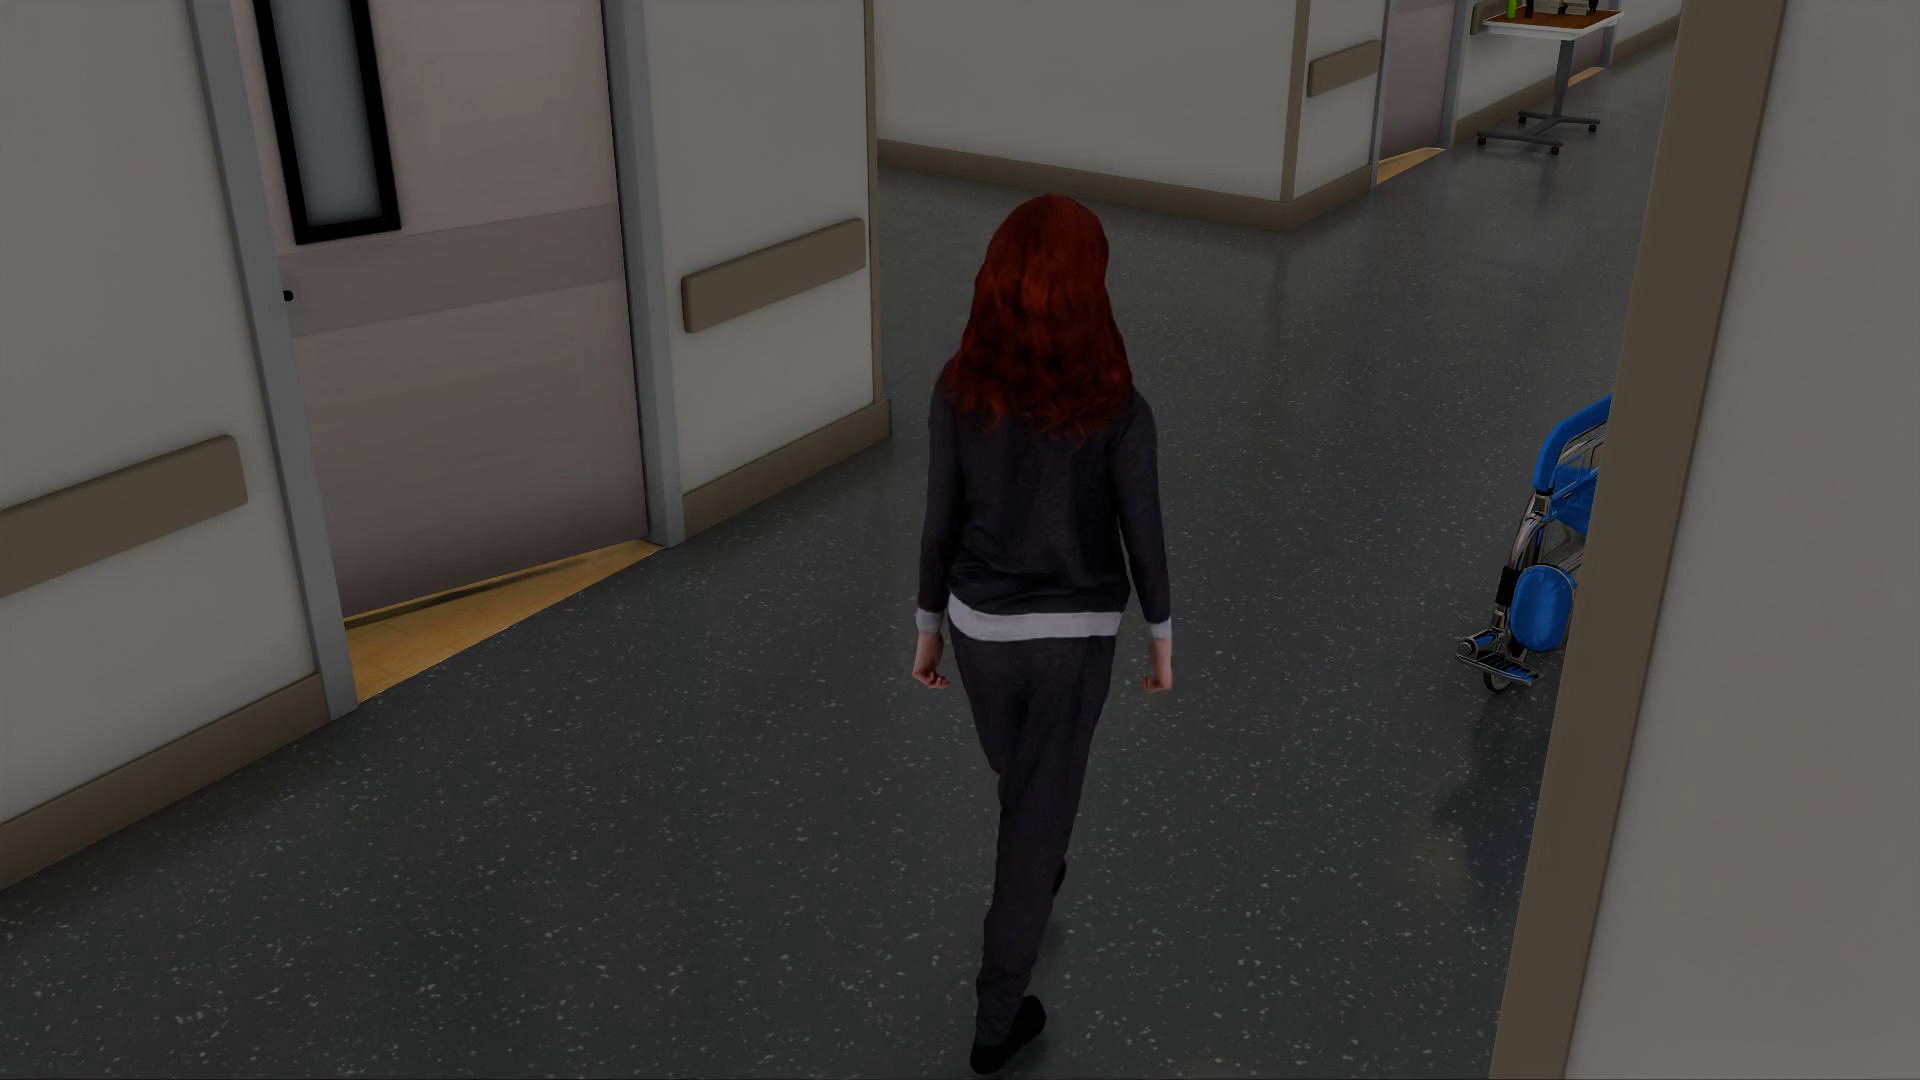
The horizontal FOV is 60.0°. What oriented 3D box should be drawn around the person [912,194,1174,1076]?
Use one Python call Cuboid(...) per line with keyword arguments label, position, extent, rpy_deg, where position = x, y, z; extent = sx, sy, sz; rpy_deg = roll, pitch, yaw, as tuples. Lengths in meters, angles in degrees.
Cuboid(label="person", position=(0.099, 0.268, 3.111), extent=(0.713, 1.752, 0.923), rpy_deg=(12, 28, 23))
